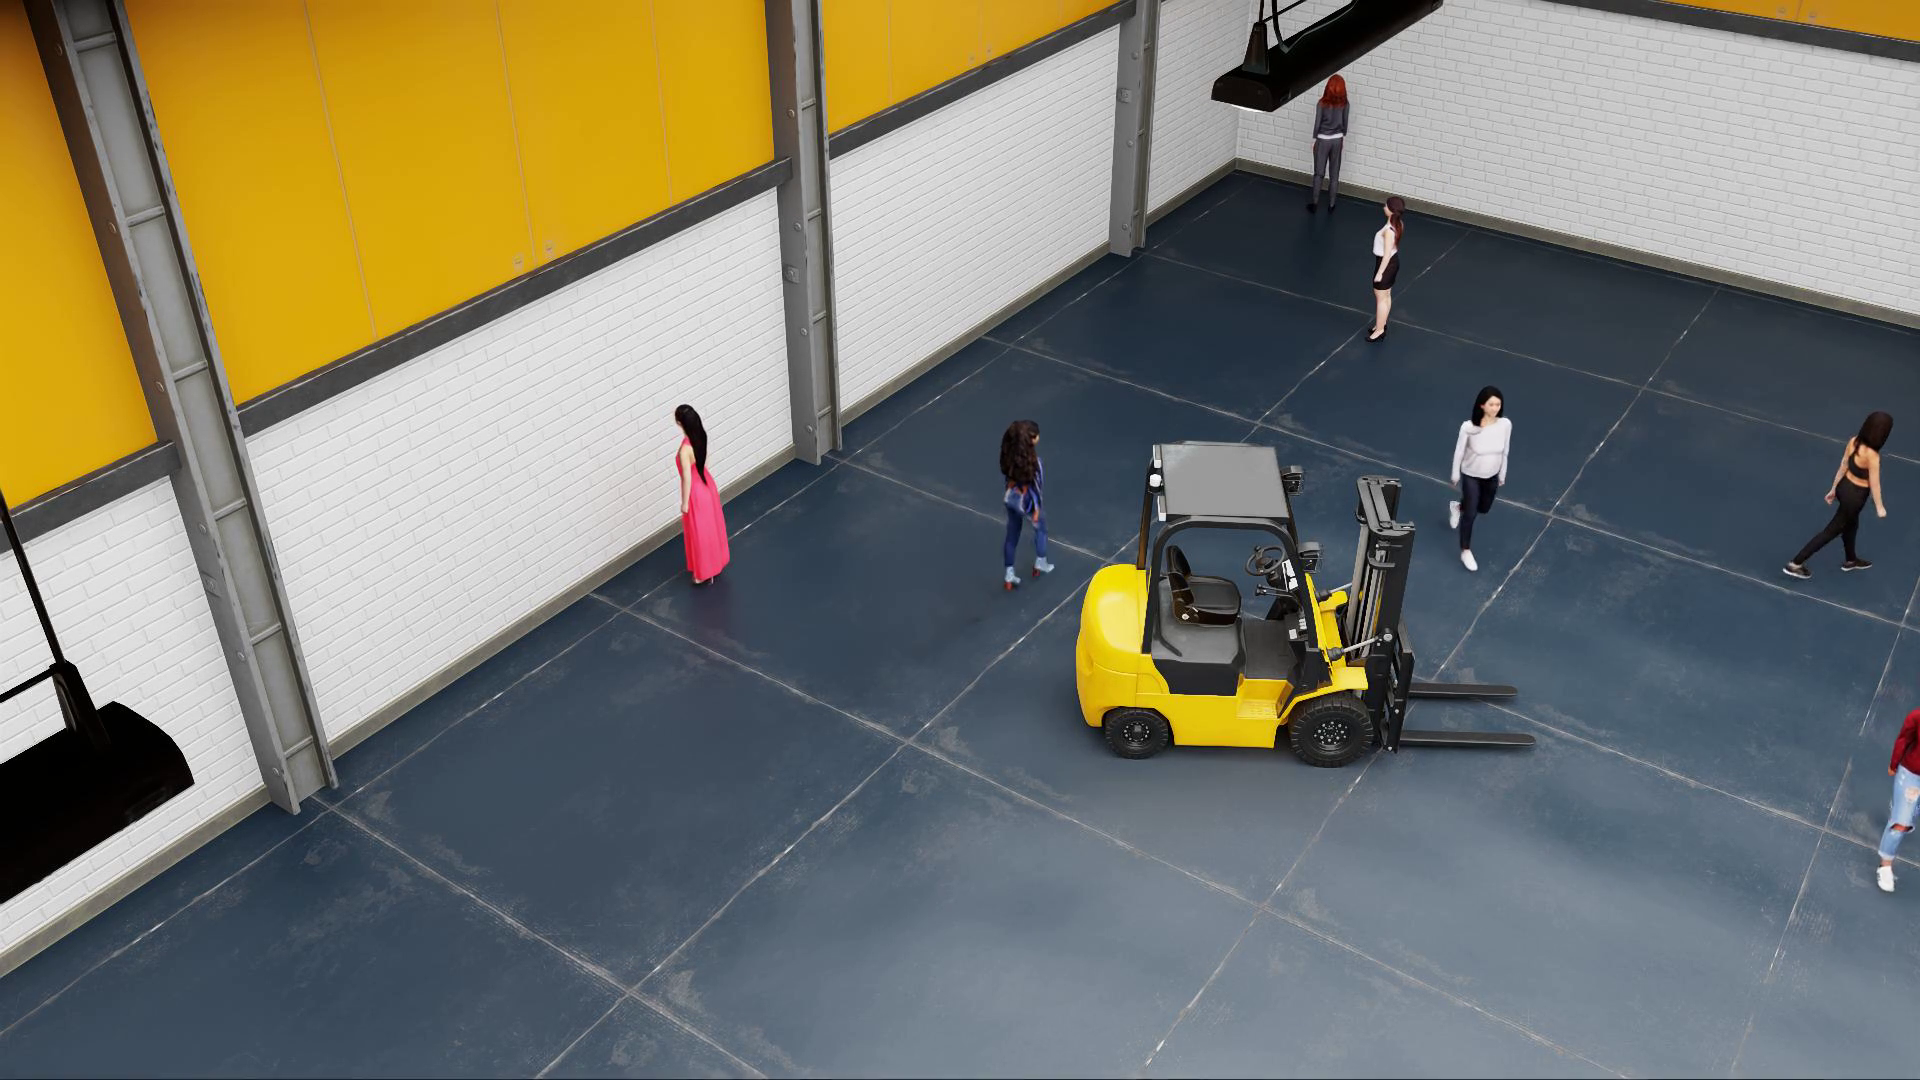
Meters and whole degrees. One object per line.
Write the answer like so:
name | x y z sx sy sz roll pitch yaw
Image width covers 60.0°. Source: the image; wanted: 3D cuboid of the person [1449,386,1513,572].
person | 4.488 -0.608 14.449 0.990 1.684 1.053 -5 34 -7

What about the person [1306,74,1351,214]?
person | 4.651 -4.997 20.966 0.652 1.780 0.680 0 34 -1

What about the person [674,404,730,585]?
person | -2.213 -0.390 14.084 0.734 1.726 0.596 11 35 17

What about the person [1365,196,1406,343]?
person | 4.602 -2.928 17.972 0.650 1.649 0.505 14 36 19

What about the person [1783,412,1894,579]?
person | 7.470 -0.332 14.104 1.018 1.606 1.044 -1 34 -2

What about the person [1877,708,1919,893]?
person | 6.521 1.562 11.256 0.851 1.605 1.133 8 34 11

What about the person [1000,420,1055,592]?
person | 0.478 -0.269 14.012 0.657 1.604 0.760 24 41 32
